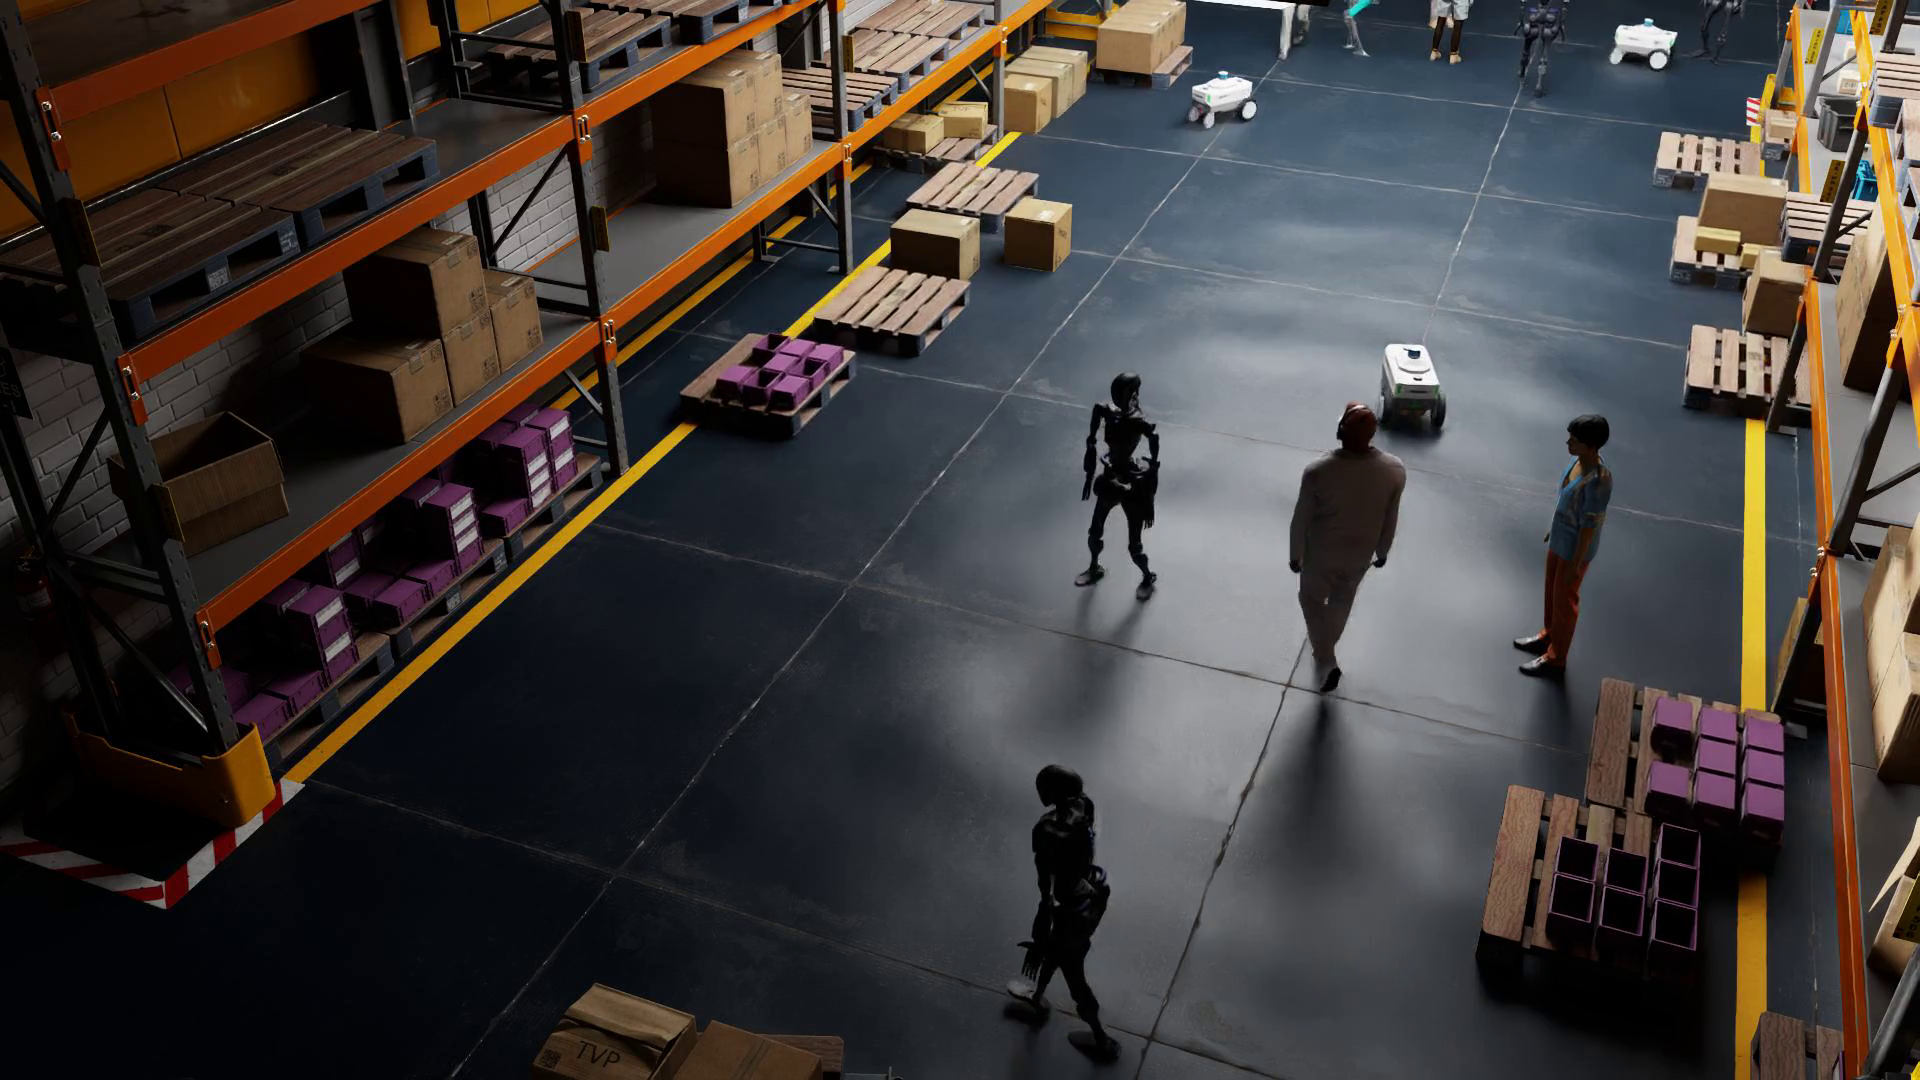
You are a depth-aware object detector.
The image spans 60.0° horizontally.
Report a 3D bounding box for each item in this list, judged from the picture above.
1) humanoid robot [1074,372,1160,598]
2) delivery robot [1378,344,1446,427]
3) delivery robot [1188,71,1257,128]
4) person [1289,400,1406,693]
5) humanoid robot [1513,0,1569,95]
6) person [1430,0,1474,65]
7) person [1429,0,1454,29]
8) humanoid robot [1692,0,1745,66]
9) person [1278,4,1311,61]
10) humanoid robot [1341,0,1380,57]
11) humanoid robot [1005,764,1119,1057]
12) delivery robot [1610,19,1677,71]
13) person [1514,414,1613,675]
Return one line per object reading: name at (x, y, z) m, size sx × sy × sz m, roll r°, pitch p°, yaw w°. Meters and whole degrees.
humanoid robot at (1.078, -0.382, 10.881) m, size 0.584 × 1.634 × 0.397 m, roll 23°, pitch 39°, yaw 31°
delivery robot at (3.593, -1.251, 13.277) m, size 0.499 × 0.608 × 0.799 m, roll 2°, pitch 33°, yaw 3°
delivery robot at (3.033, -5.122, 19.242) m, size 0.768 × 0.581 × 0.499 m, roll -20°, pitch 38°, yaw -28°
person at (2.304, 0.049, 10.030) m, size 0.648 × 1.883 × 0.731 m, roll -4°, pitch 33°, yaw -6°
humanoid robot at (6.987, -6.228, 19.975) m, size 0.605 × 1.623 × 0.762 m, roll 9°, pitch 34°, yaw 13°
person at (6.215, -6.841, 20.865) m, size 0.532 × 1.693 × 0.320 m, roll 25°, pitch 40°, yaw 33°
person at (6.460, -7.644, 22.063) m, size 0.515 × 1.732 × 0.464 m, roll -13°, pitch 35°, yaw -19°
humanoid robot at (9.597, -6.797, 20.821) m, size 0.436 × 1.645 × 0.612 m, roll -25°, pitch 41°, yaw -34°
person at (4.331, -7.084, 21.084) m, size 0.578 × 1.869 × 0.719 m, roll 14°, pitch 35°, yaw 20°
humanoid robot at (5.136, -7.037, 21.142) m, size 0.821 × 1.783 × 0.596 m, roll 9°, pitch 34°, yaw 14°
humanoid robot at (0.461, 1.712, 7.663) m, size 0.679 × 1.636 × 0.601 m, roll 15°, pitch 36°, yaw 22°
delivery robot at (8.679, -6.274, 21.042) m, size 0.784 × 0.599 × 0.499 m, roll 16°, pitch 36°, yaw 23°
person at (3.722, 0.027, 10.178) m, size 0.332 × 1.759 × 0.498 m, roll 2°, pitch 33°, yaw 3°
